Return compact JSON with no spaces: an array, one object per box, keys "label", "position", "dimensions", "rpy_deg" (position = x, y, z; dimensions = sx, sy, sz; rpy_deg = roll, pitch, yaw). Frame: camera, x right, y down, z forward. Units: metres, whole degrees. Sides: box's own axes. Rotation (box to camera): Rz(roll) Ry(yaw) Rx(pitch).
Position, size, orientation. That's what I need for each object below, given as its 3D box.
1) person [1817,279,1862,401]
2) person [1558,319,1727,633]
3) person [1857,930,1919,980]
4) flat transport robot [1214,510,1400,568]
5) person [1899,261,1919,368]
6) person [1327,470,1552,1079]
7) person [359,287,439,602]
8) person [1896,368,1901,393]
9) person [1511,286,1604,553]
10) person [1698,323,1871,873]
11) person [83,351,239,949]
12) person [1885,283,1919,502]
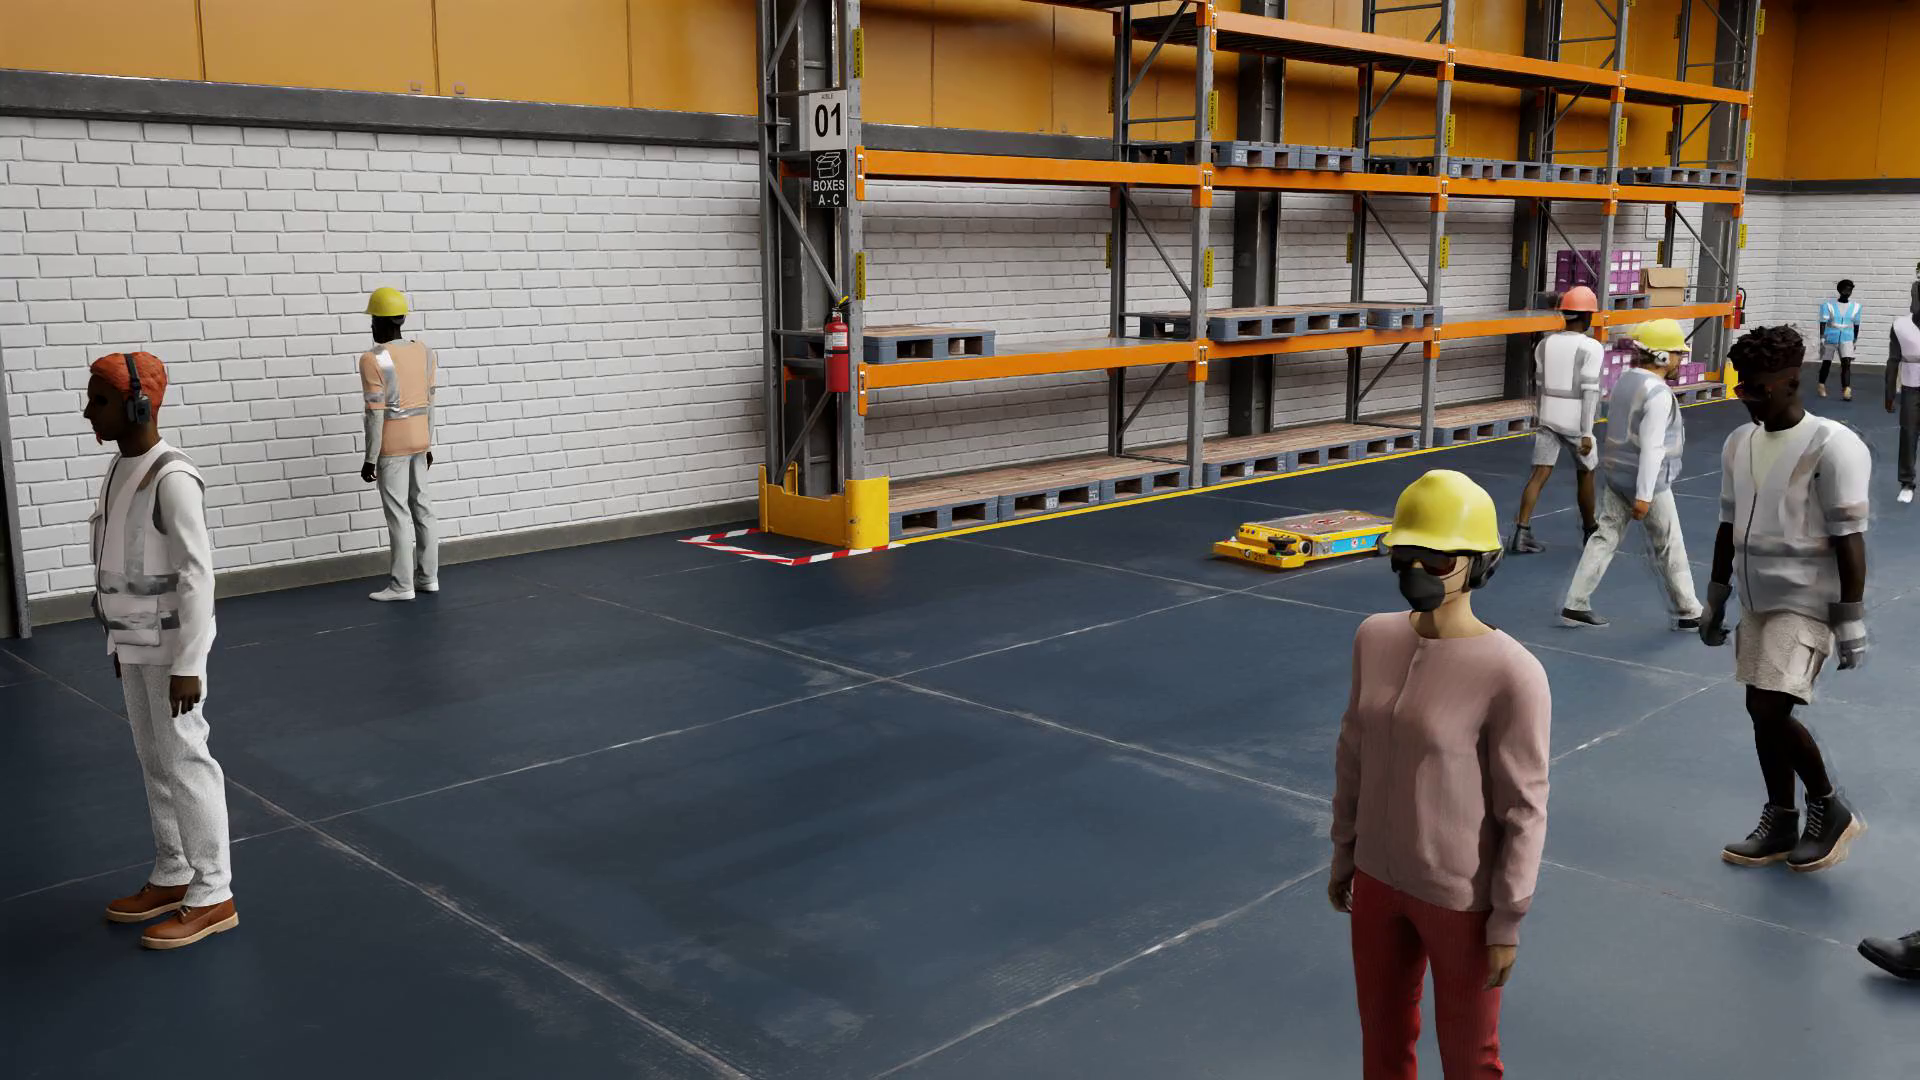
[{"label":"person","position":[12.023,-2.741,22.778],"dimensions":[0.540,1.648,0.911],"rpy_deg":[3,11,17]},{"label":"person","position":[3.869,-0.351,9.379],"dimensions":[0.919,1.785,0.589],"rpy_deg":[-1,10,-5]},{"label":"person","position":[3.131,0.420,4.887],"dimensions":[0.893,1.874,0.565],"rpy_deg":[2,11,13]},{"label":"flat transport robot","position":[2.534,-0.025,11.707],"dimensions":[1.431,0.197,0.652],"rpy_deg":[-7,13,-35]},{"label":"person","position":[13.644,-3.043,23.711],"dimensions":[0.648,1.909,0.623],"rpy_deg":[-1,10,-8]},{"label":"person","position":[0.979,0.728,3.513],"dimensions":[0.304,1.772,0.529],"rpy_deg":[-7,12,-32]},{"label":"person","position":[-3.450,-0.581,10.216],"dimensions":[0.356,1.930,0.587],"rpy_deg":[4,11,22]},{"label":"person","position":[13.665,-2.841,23.422],"dimensions":[0.866,1.590,0.525],"rpy_deg":[5,11,25]},{"label":"person","position":[4.288,-0.844,11.778],"dimensions":[0.986,1.889,0.562],"rpy_deg":[-7,12,-33]},{"label":"person","position":[2.864,0.215,5.837],"dimensions":[0.452,1.939,0.642],"rpy_deg":[-2,11,-12]},{"label":"person","position":[-2.555,0.346,5.286],"dimensions":[0.343,1.882,0.585],"rpy_deg":[-10,14,-44]},{"label":"person","position":[8.136,-1.256,13.995],"dimensions":[0.649,1.895,0.490],"rpy_deg":[7,12,33]}]
